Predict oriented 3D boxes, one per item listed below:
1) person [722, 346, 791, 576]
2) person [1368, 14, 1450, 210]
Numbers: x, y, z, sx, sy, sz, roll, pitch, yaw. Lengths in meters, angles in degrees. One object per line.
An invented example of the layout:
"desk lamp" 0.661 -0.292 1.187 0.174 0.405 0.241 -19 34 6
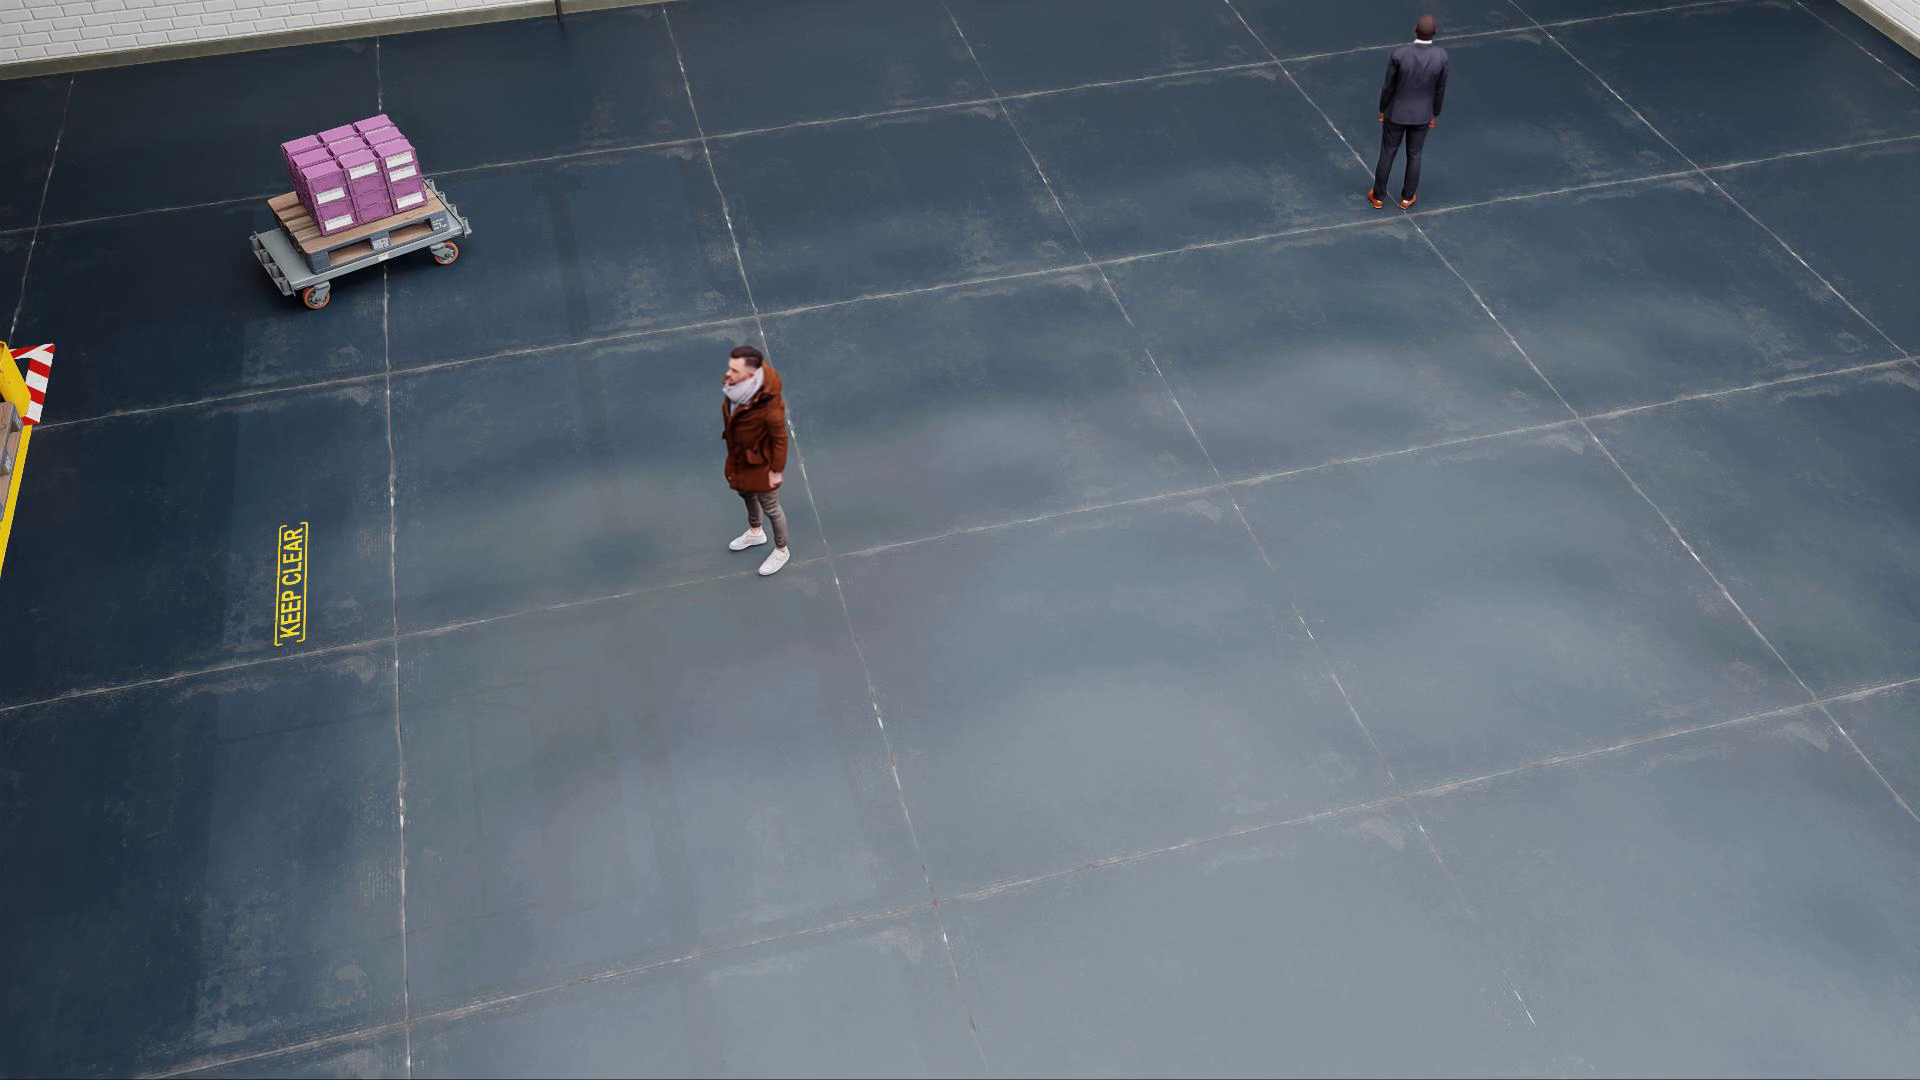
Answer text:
"person" -1.372 -0.564 11.215 0.882 1.838 0.782 -31 52 -28
"person" 3.929 -3.730 14.549 0.782 1.824 0.759 6 44 7
